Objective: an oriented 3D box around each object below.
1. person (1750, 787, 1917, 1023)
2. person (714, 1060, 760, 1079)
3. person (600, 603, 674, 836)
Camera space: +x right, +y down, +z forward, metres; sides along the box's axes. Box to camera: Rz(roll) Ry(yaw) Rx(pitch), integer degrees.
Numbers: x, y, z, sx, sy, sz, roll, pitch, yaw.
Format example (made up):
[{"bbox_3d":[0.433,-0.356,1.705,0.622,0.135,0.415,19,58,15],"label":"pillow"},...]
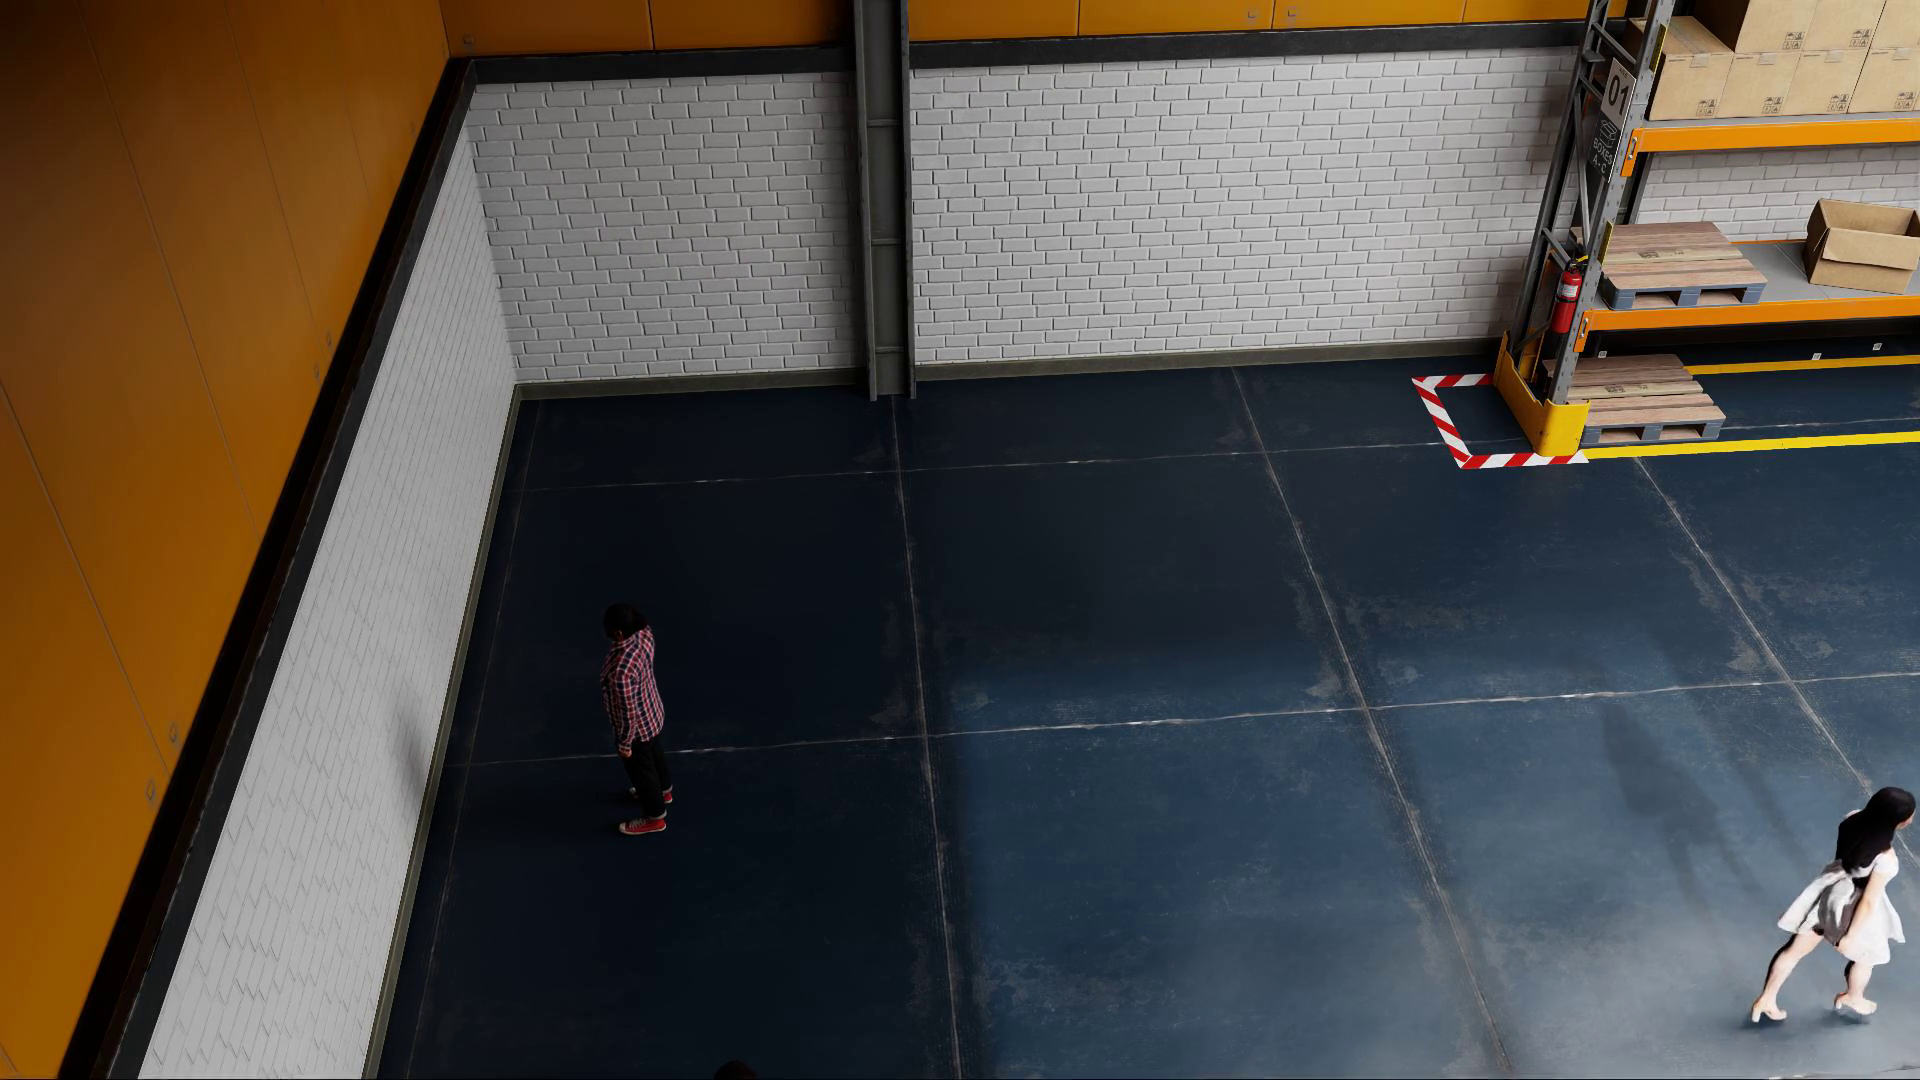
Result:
[{"bbox_3d":[4.592,1.980,8.839,0.937,1.750,0.641,-4,39,-5],"label":"person"},{"bbox_3d":[-0.918,2.974,7.625,0.717,1.712,0.685,22,44,25],"label":"person"},{"bbox_3d":[-1.949,1.052,9.993,0.639,1.761,0.719,2,39,2],"label":"person"}]
